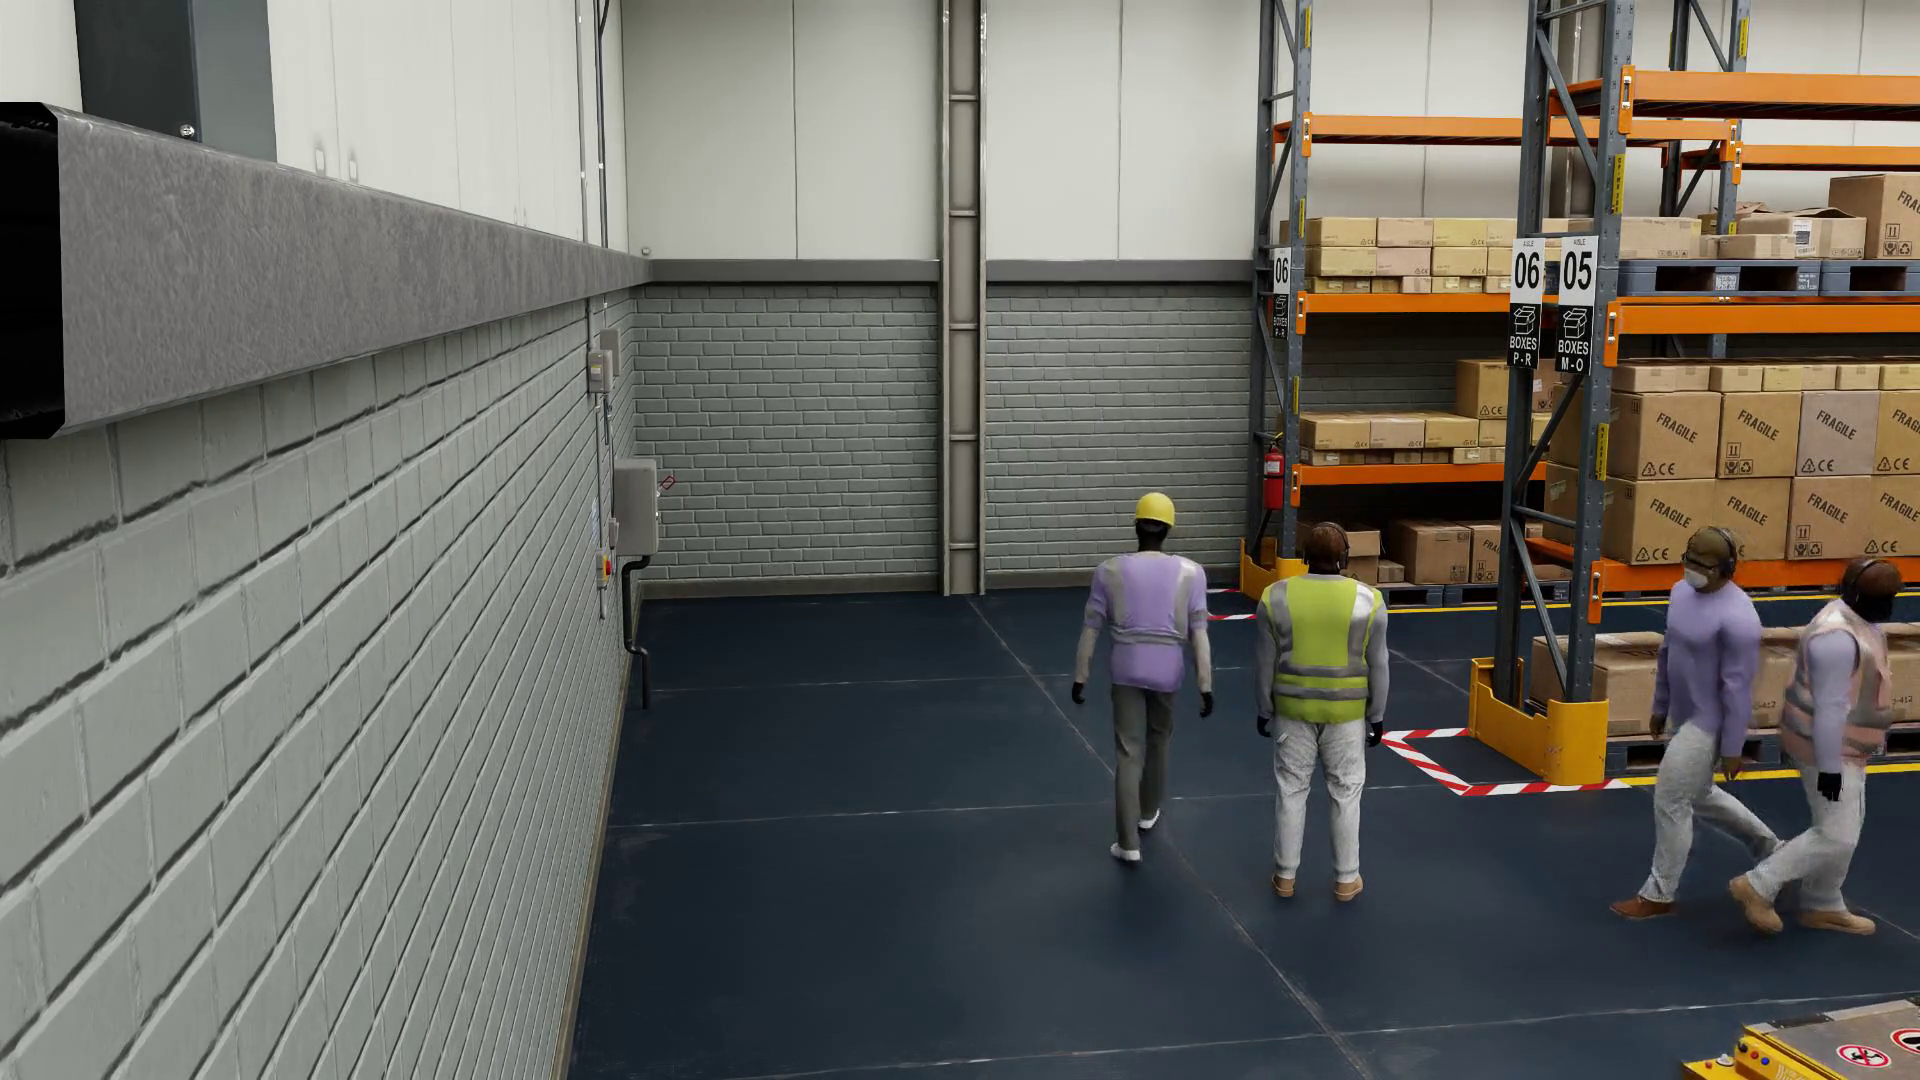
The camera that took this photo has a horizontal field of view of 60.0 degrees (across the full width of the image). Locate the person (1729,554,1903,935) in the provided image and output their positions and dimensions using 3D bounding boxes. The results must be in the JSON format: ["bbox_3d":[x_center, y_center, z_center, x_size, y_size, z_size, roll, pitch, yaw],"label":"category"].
[{"bbox_3d":[3.871,0.934,7.460,0.545,1.808,0.729,7,12,37],"label":"person"}]

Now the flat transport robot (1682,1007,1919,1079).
[{"bbox_3d":[3.443,1.930,6.035,1.431,0.197,0.652,-3,10,-17],"label":"flat transport robot"}]

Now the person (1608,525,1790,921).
[{"bbox_3d":[3.527,0.851,7.713,0.862,1.901,0.645,0,9,1],"label":"person"}]

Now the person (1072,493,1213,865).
[{"bbox_3d":[0.955,0.693,8.726,0.714,1.866,0.927,1,9,4],"label":"person"}]

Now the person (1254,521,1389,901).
[{"bbox_3d":[1.738,0.824,8.025,0.633,1.842,0.429,2,9,14],"label":"person"}]
